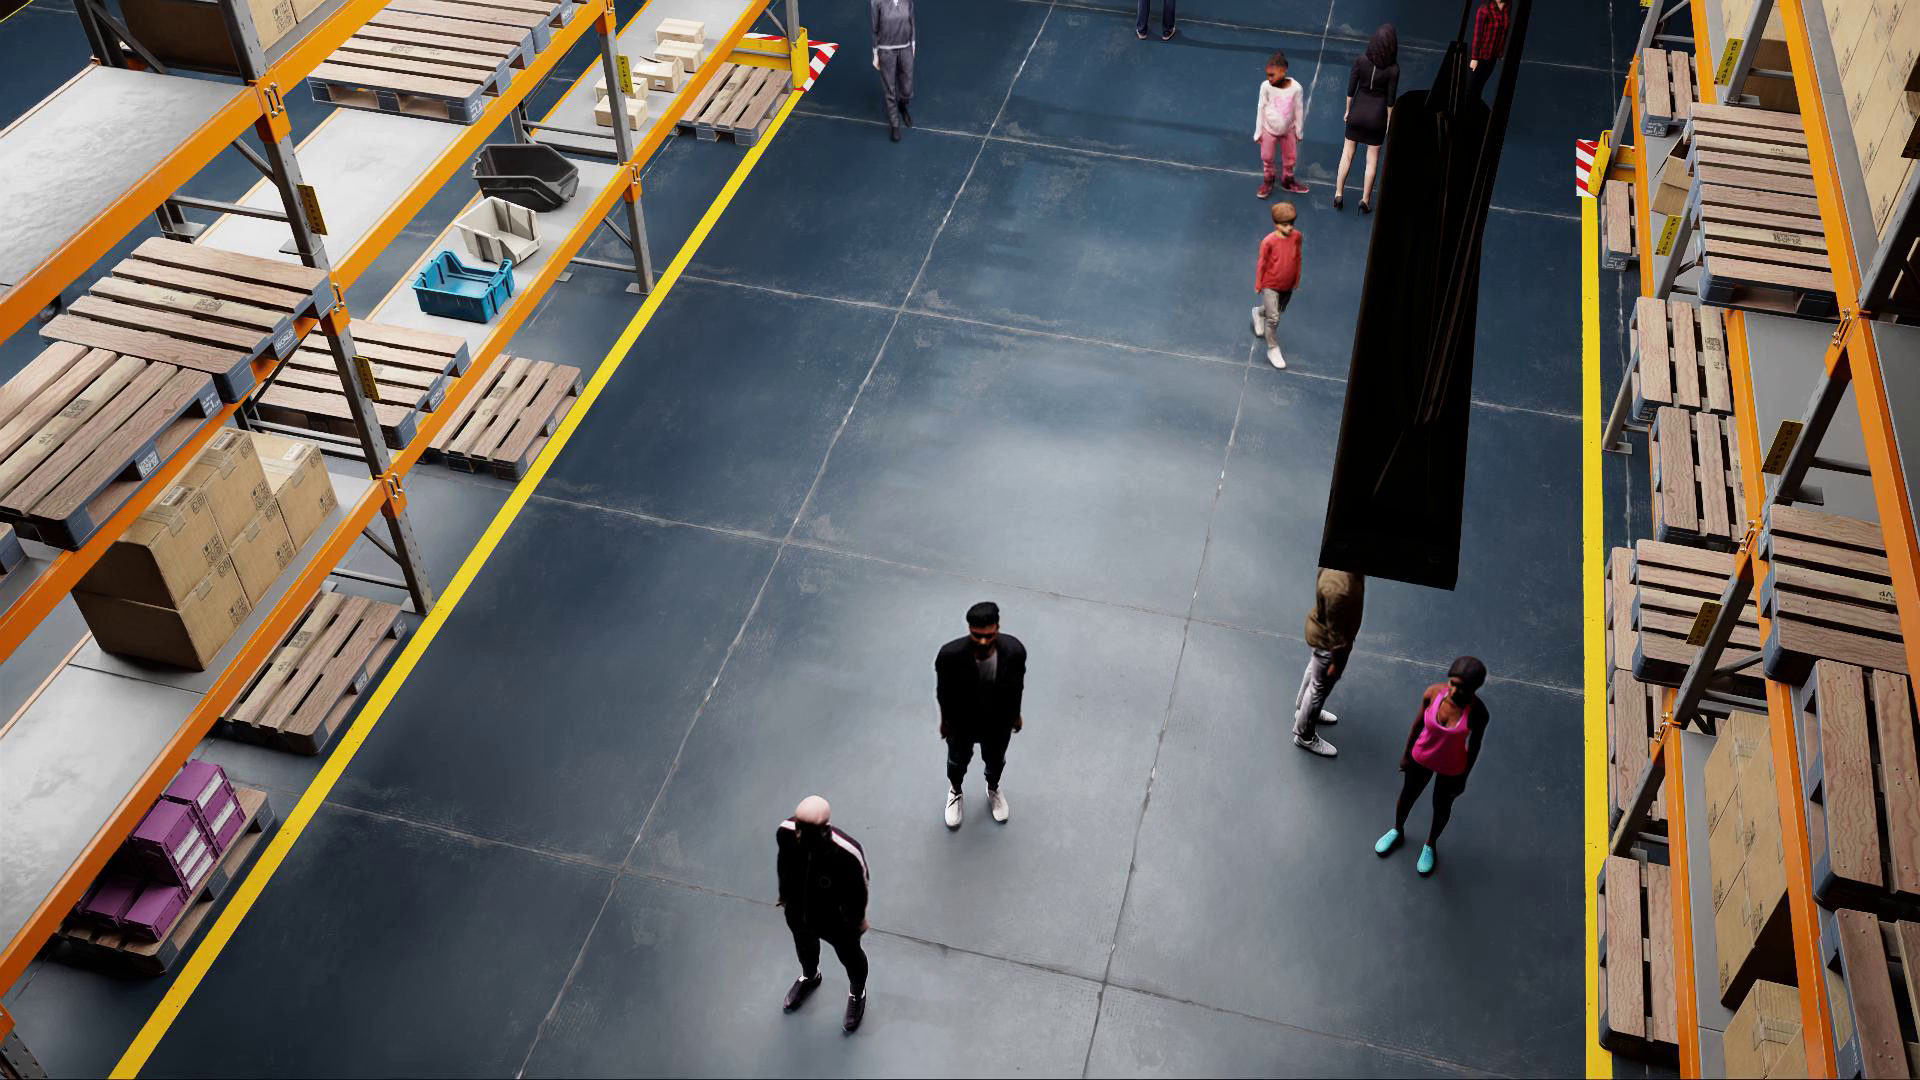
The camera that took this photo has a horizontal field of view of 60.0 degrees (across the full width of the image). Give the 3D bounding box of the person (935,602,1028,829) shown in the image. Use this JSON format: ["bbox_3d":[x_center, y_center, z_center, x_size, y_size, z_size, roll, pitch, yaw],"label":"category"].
[{"bbox_3d":[0.121,1.001,9.886,0.771,1.814,0.736,-4,44,-4],"label":"person"}]

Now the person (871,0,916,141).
[{"bbox_3d":[-0.657,-4.706,15.911,0.702,1.767,0.735,-10,44,-10],"label":"person"}]

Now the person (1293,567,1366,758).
[{"bbox_3d":[2.301,0.595,10.305,0.786,1.825,0.520,8,44,8],"label":"person"}]

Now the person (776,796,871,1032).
[{"bbox_3d":[-0.724,1.955,8.868,0.712,1.837,0.618,17,46,17],"label":"person"}]

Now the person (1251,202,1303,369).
[{"bbox_3d":[2.553,-2.133,13.476,0.835,1.400,0.965,-14,45,-15],"label":"person"}]

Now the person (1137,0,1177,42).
[{"bbox_3d":[2.087,-6.126,17.339,0.696,1.853,0.597,6,44,7],"label":"person"}]

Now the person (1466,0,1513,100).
[{"bbox_3d":[5.010,-4.673,15.955,0.640,1.658,0.720,-26,49,-25],"label":"person"}]

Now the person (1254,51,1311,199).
[{"bbox_3d":[2.938,-3.778,15.185,0.782,1.424,0.593,-6,44,-6],"label":"person"}]

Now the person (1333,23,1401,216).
[{"bbox_3d":[3.637,-3.741,14.870,0.628,1.805,0.558,20,47,20],"label":"person"}]

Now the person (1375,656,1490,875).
[{"bbox_3d":[2.783,1.279,9.659,0.620,1.724,0.640,25,49,24],"label":"person"}]
